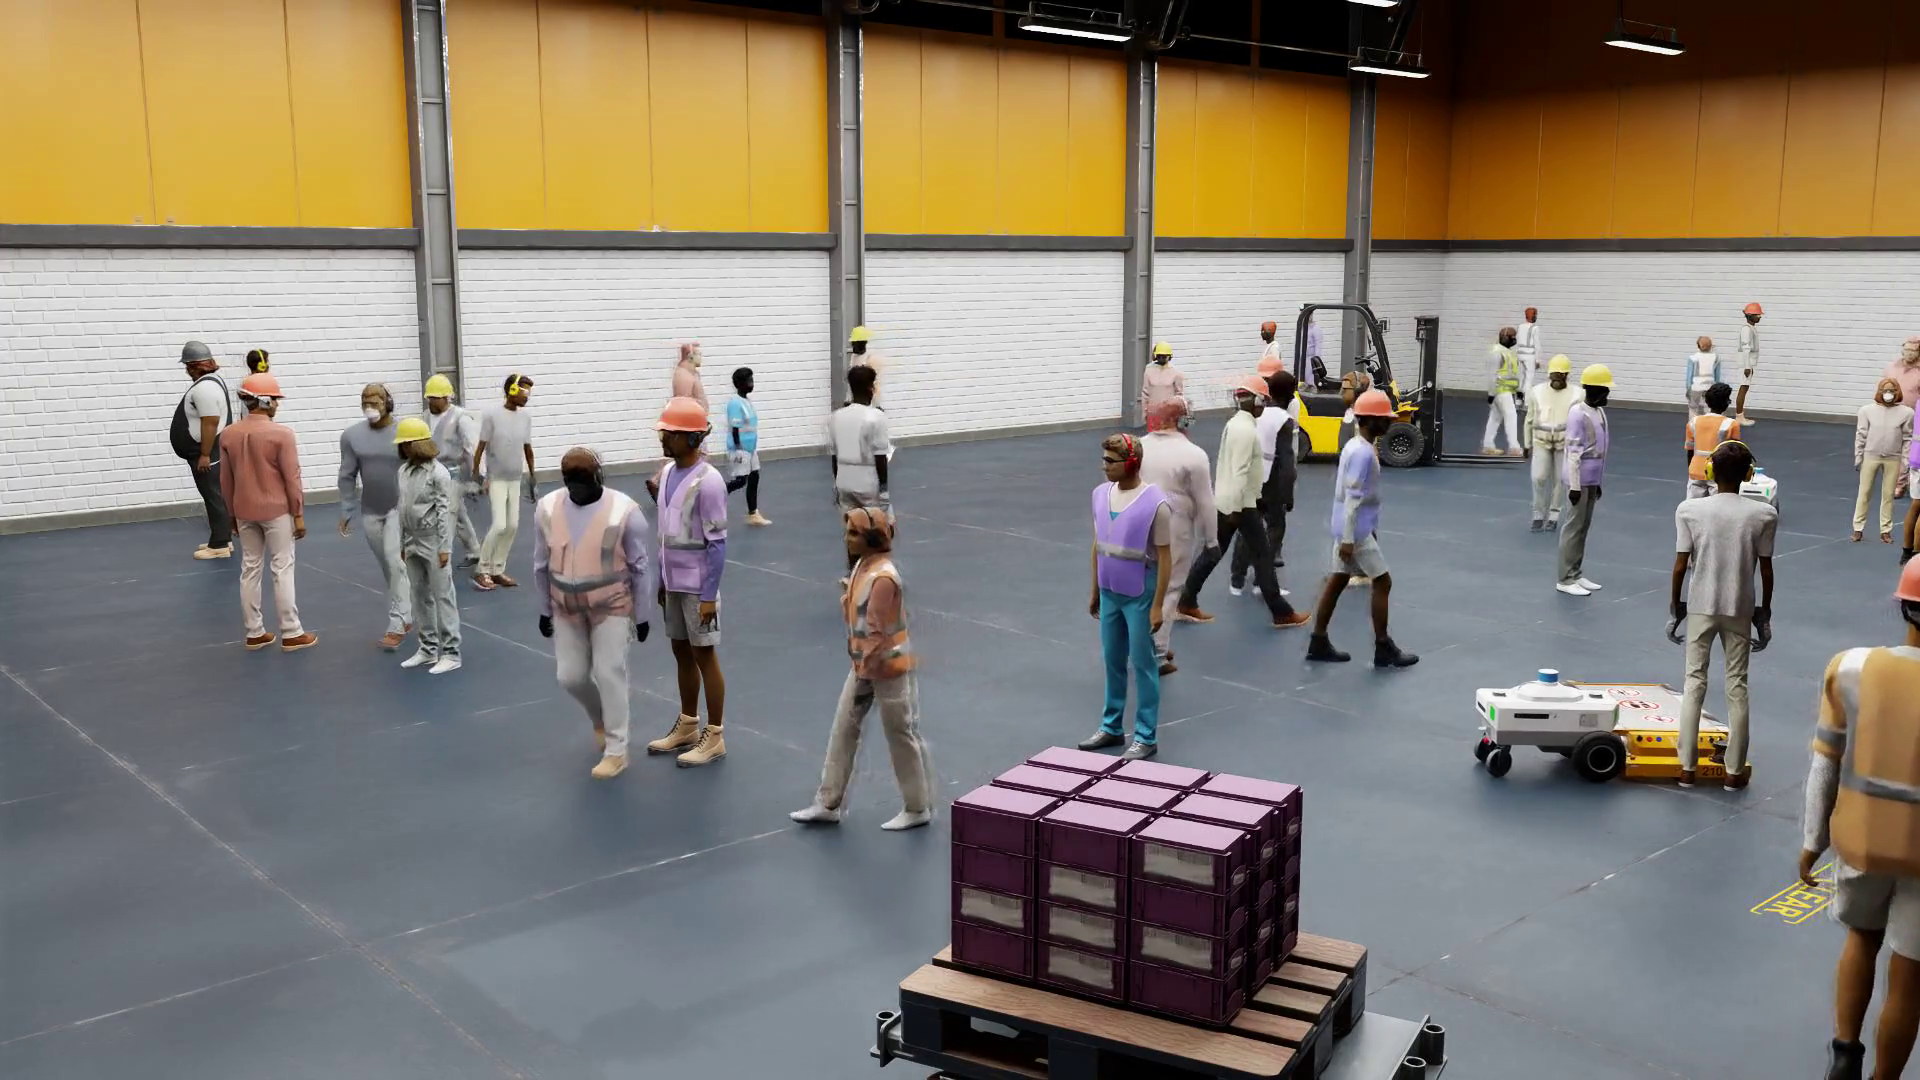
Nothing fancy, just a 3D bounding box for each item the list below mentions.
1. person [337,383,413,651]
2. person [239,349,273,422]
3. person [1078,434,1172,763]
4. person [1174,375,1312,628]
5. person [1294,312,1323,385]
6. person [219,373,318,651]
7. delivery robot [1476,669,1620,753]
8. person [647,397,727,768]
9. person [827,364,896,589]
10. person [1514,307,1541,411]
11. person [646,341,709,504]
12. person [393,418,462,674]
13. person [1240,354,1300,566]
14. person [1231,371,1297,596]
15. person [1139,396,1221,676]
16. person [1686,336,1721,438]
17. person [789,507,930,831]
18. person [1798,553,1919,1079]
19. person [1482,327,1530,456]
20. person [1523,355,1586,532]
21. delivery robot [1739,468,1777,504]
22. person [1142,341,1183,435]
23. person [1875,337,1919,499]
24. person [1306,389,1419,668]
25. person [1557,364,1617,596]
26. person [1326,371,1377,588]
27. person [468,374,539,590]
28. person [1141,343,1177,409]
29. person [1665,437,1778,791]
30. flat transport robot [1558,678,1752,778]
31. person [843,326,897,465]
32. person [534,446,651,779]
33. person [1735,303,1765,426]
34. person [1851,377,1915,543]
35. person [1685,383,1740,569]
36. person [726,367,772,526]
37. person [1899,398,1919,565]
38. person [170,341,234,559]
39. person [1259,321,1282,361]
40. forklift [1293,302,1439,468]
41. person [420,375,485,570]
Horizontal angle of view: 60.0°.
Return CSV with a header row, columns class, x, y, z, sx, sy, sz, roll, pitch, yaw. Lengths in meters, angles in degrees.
class,x,y,z,sx,sy,sz,roll,pitch,yaw
person,-4.159,-0.167,11.953,0.630,1.902,0.872,2,10,10
person,-7.319,-1.064,17.368,0.547,1.854,0.439,8,13,40
person,0.955,0.317,9.319,0.389,1.838,0.564,-8,12,-38
person,2.123,-0.286,12.641,1.030,1.928,0.614,0,10,-3
person,6.079,-3.123,29.262,0.399,1.909,0.642,-5,11,-25
person,-4.950,-0.195,11.875,0.610,1.989,0.392,2,10,13
delivery robot,3.205,0.949,9.098,0.707,0.478,0.477,1,10,4
person,-1.515,0.230,9.222,0.370,2.048,0.607,-8,12,-38
person,-0.796,-0.433,13.346,0.617,1.954,0.456,8,12,39
person,10.363,-3.300,30.363,0.337,1.883,0.584,-4,11,-23
person,-3.080,-1.284,18.576,0.799,1.883,0.656,-2,10,-12
person,-3.640,0.036,11.269,0.481,1.737,0.321,6,11,32
person,2.789,-0.714,15.075,0.552,1.932,0.377,2,10,12
person,2.478,-0.465,13.814,0.498,1.876,0.632,-6,11,-30
person,1.460,-0.026,11.198,0.662,1.886,0.654,-9,13,-41
person,11.255,-2.283,25.170,0.522,1.613,0.671,1,10,4
person,-0.497,0.647,8.066,0.776,1.606,0.536,-4,10,-20
person,2.992,0.967,5.258,0.404,1.923,0.579,-9,13,-42
person,7.781,-2.086,23.449,0.819,1.809,0.640,6,11,29
person,6.028,-0.964,16.884,0.626,1.810,0.639,4,11,24
delivery robot,8.484,-0.523,17.717,0.477,0.478,0.707,6,11,31
person,2.489,-1.560,20.513,0.525,1.772,0.306,4,11,23
person,11.080,-1.438,19.468,0.748,1.882,0.650,-7,12,-36
person,2.822,-0.072,11.386,0.890,1.899,0.577,1,10,8
person,5.238,-0.508,13.891,0.388,1.926,0.590,8,12,38
person,3.368,-0.516,14.177,0.328,1.844,0.513,-2,10,-9
person,-3.868,-0.494,14.123,0.367,1.815,0.615,7,12,35
person,2.710,-1.859,22.667,0.514,1.630,0.295,7,12,34
person,4.008,0.394,8.779,0.518,1.872,0.326,4,10,20
flat transport robot,3.934,1.059,9.556,0.652,0.197,1.431,1,10,4
person,-1.218,-1.885,22.060,0.830,1.899,0.587,-5,11,-26
person,-1.979,0.372,9.070,0.661,1.817,0.554,2,10,12
person,13.125,-2.920,27.672,0.370,2.044,0.608,5,11,27
person,9.070,-0.782,16.351,0.501,1.633,0.285,4,11,24
person,6.708,-0.553,14.829,0.318,1.697,0.535,-6,11,-31
person,-2.316,-0.964,17.266,0.629,1.679,0.542,3,10,15
person,8.745,-0.679,14.909,0.397,1.930,0.539,1,10,6
person,-7.086,-0.849,15.556,0.536,2.000,0.688,-3,10,-16
person,4.458,-2.203,23.946,0.362,1.883,0.576,0,10,2
forklift,5.320,-2.157,22.763,2.313,2.155,1.214,3,10,16
person,-4.564,-0.570,14.704,0.591,1.776,0.851,7,12,36
